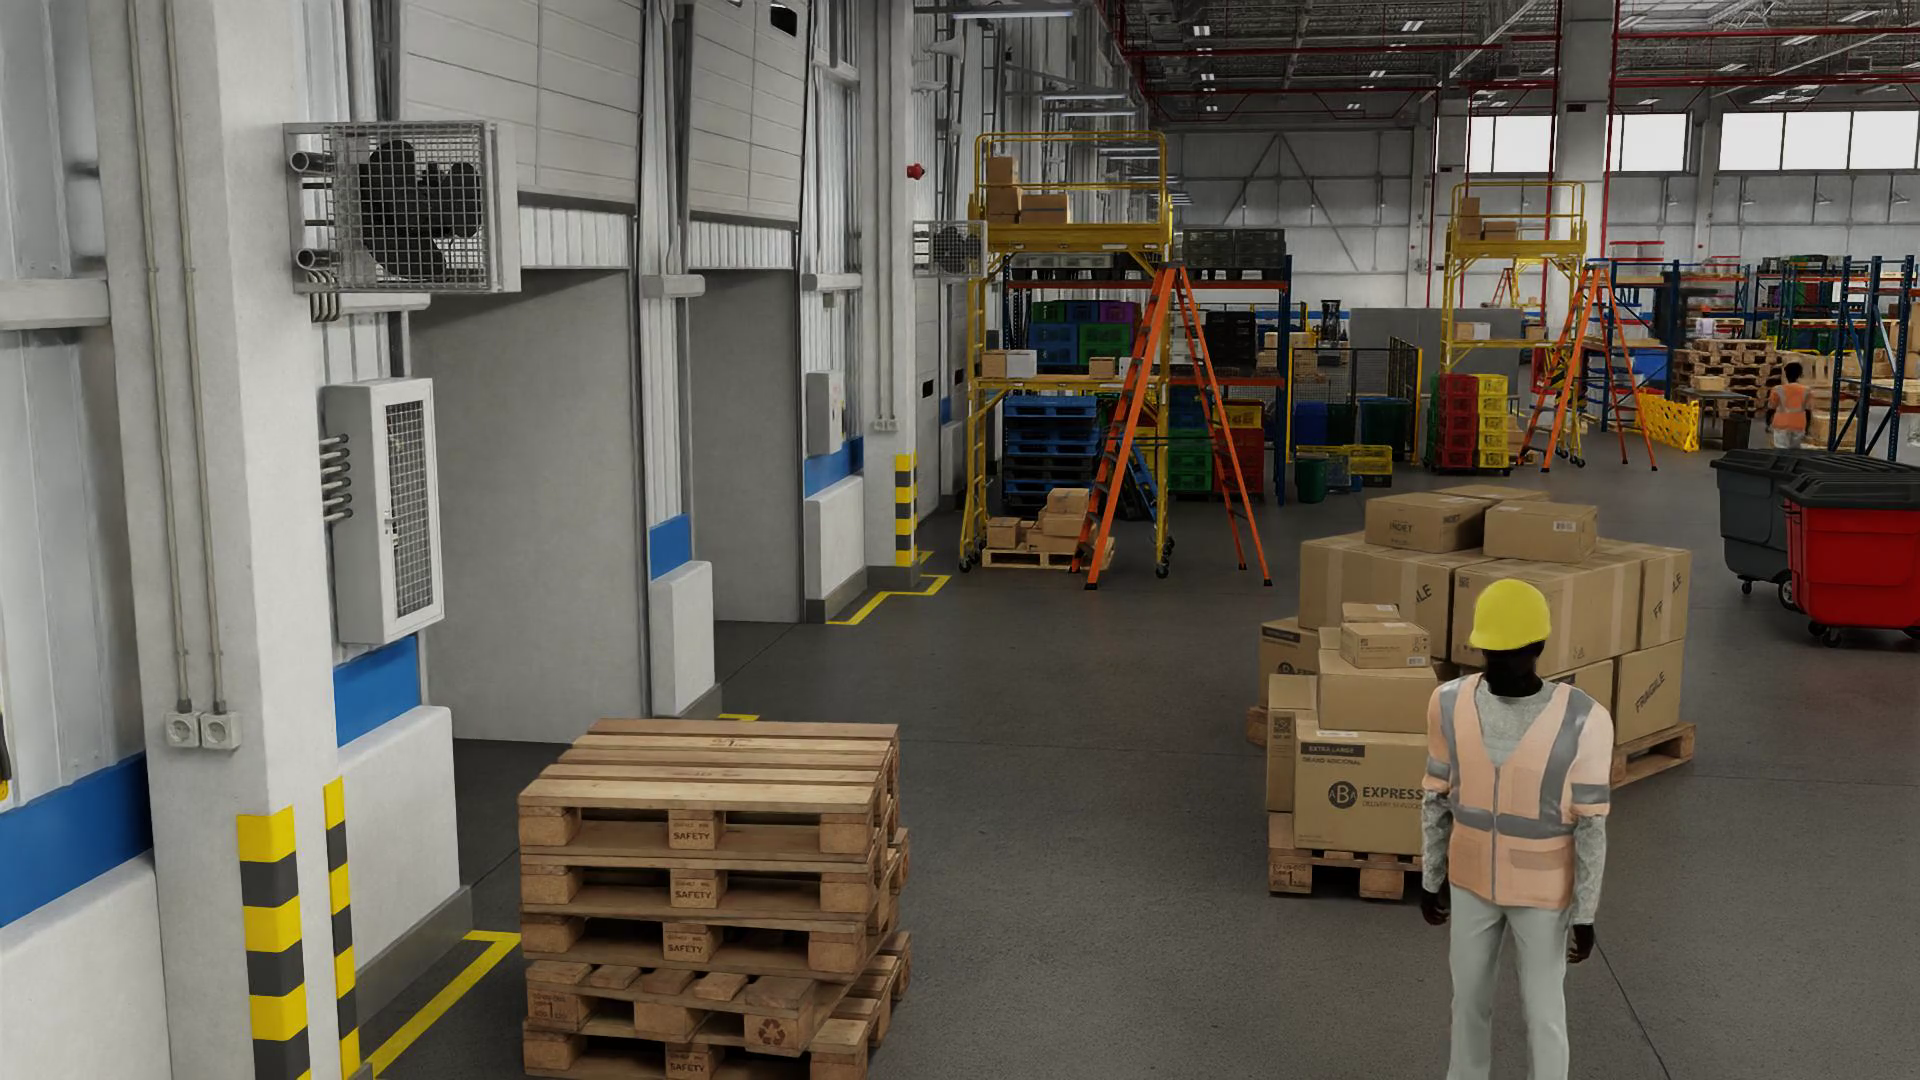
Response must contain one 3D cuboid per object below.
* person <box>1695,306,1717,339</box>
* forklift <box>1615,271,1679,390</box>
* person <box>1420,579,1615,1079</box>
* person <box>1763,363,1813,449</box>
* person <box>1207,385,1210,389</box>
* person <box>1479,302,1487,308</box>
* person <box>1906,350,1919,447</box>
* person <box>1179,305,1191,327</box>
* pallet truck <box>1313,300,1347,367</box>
[{"bbox_3d":[19.370,-5.129,43.297,0.551,1.935,0.375,-1,9,-3],"label":"person"},{"bbox_3d":[16.447,-4.891,38.931,1.873,2.768,1.129,1,9,9],"label":"forklift"},{"bbox_3d":[1.703,1.063,5.177,0.588,1.918,0.397,7,12,39],"label":"person"},{"bbox_3d":[10.689,-1.462,21.547,0.538,1.658,0.810,1,9,4],"label":"person"},{"bbox_3d":[5.150,-3.653,35.141,0.319,1.631,0.525,-5,11,-30],"label":"person"},{"bbox_3d":[15.500,-6.106,49.388,0.642,1.914,0.426,-7,12,-37],"label":"person"},{"bbox_3d":[15.582,-2.364,26.879,0.342,1.735,0.483,9,13,44],"label":"person"},{"bbox_3d":[6.134,-5.360,44.757,0.543,1.930,0.389,-6,11,-33],"label":"person"},{"bbox_3d":[11.159,-6.200,49.718,0.823,1.965,1.885,4,10,26],"label":"pallet truck"}]
